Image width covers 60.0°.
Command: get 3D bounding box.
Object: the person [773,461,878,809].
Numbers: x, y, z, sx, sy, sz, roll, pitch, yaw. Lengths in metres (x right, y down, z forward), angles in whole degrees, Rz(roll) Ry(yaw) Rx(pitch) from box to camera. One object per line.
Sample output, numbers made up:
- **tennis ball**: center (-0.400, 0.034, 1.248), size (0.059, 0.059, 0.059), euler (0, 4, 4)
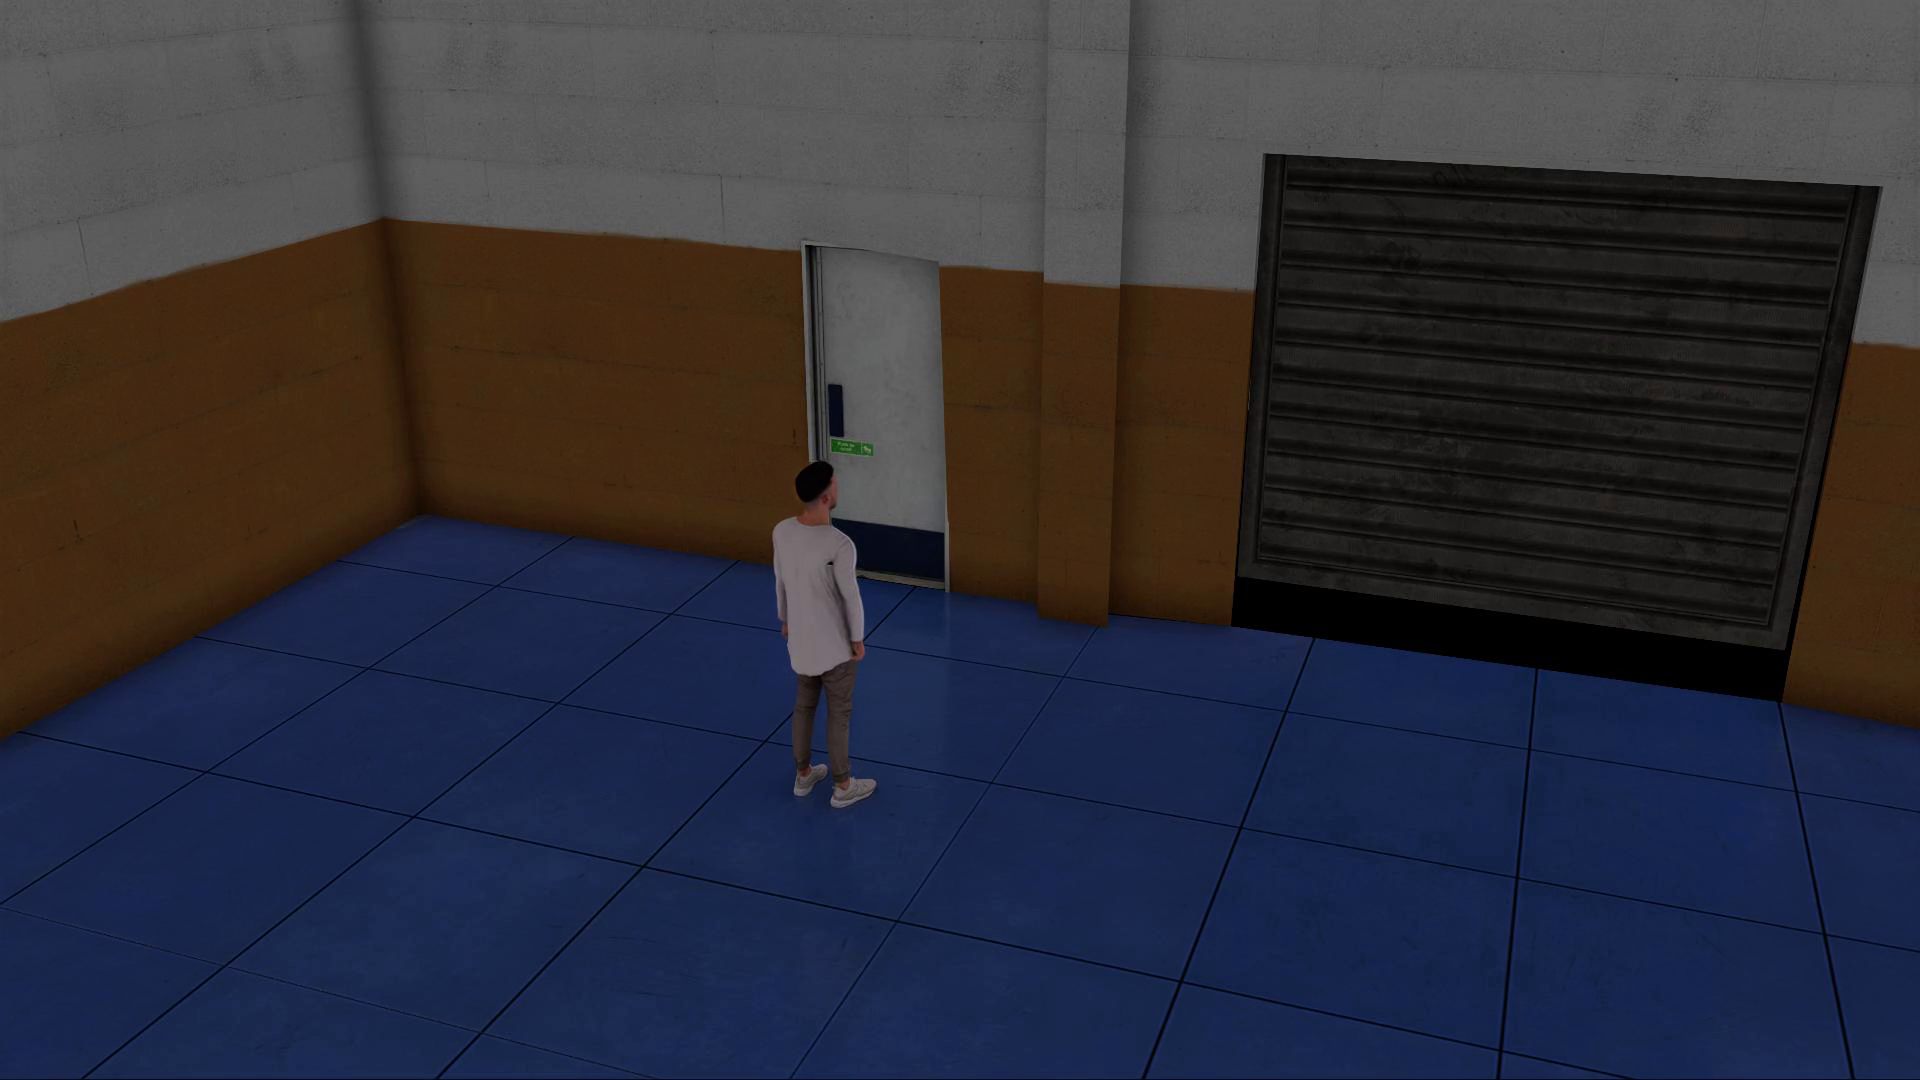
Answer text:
- **person**: center (-0.700, 0.468, 8.389), size (0.580, 1.840, 0.783), euler (14, 26, 31)
